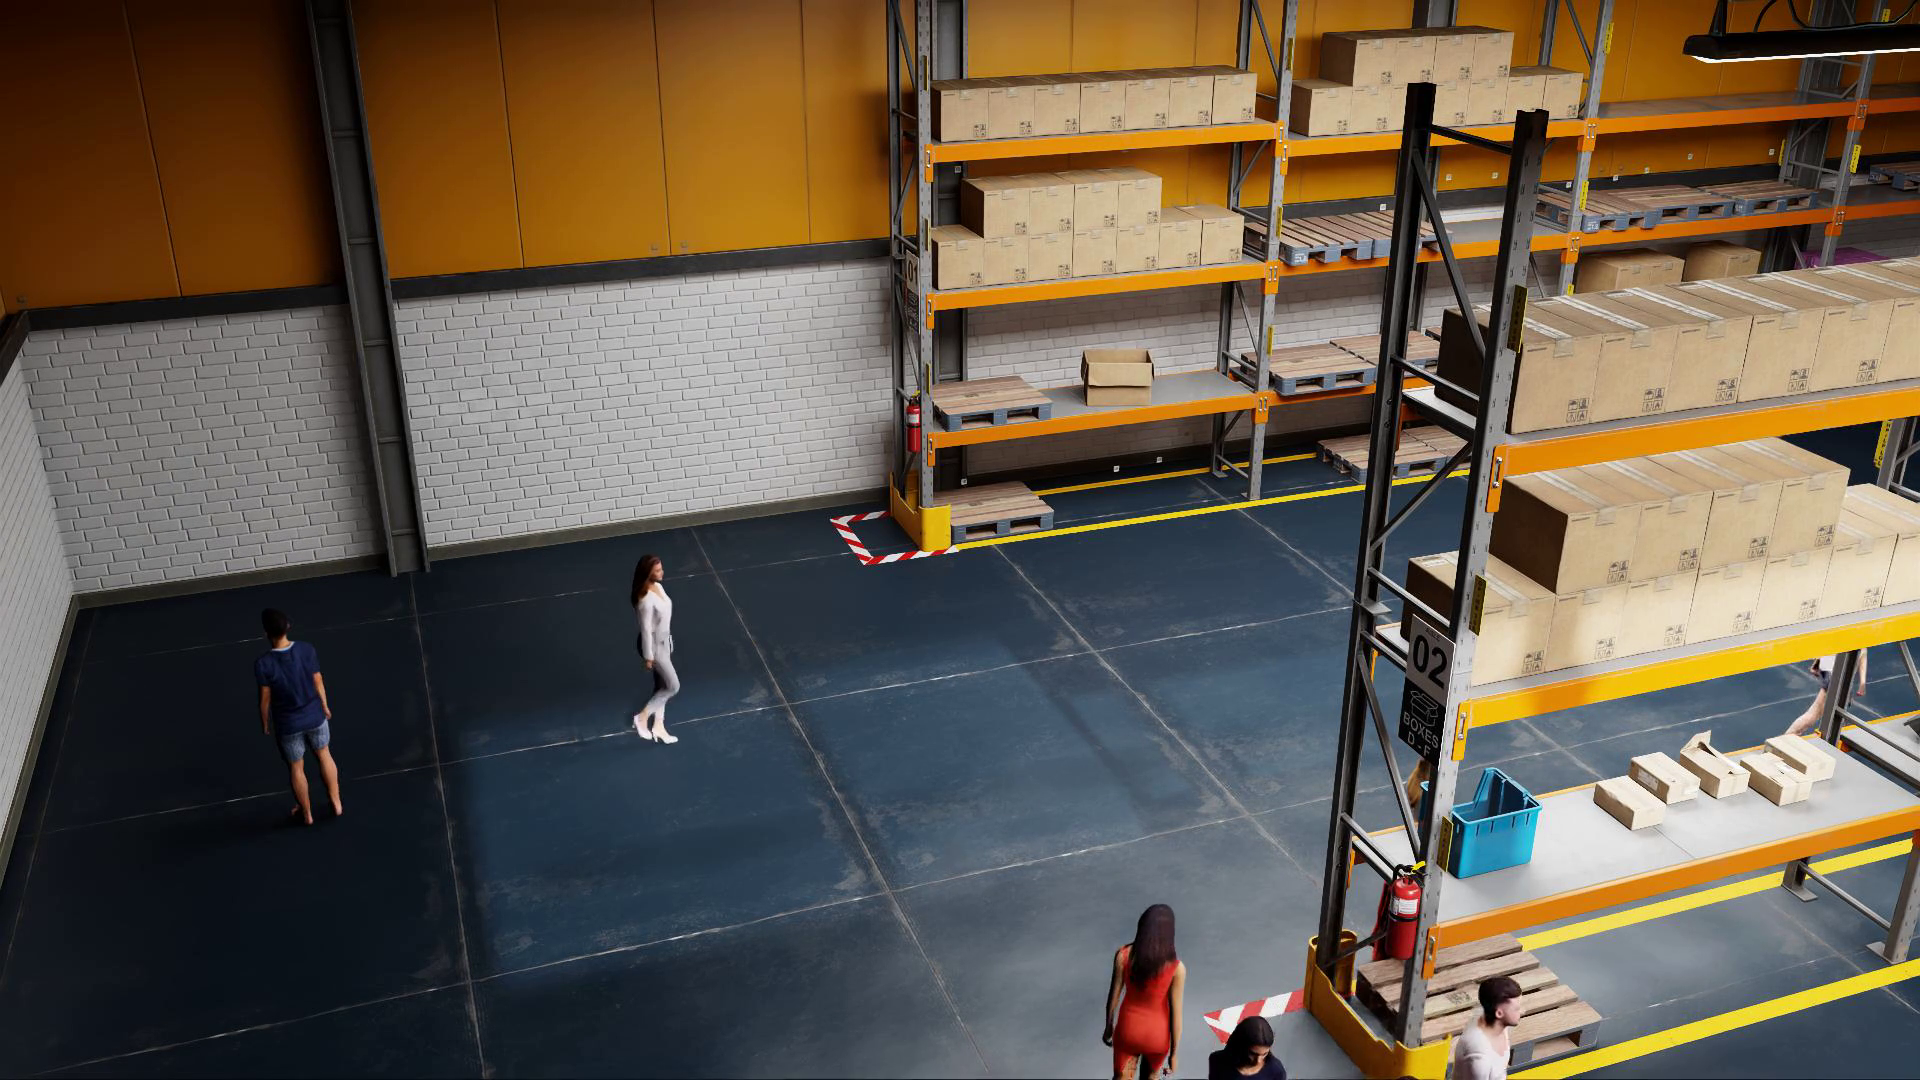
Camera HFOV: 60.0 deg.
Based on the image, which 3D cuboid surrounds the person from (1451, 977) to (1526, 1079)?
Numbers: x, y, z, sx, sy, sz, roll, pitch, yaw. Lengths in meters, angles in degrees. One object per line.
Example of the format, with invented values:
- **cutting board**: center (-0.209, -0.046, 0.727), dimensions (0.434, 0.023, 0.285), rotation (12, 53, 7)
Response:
- **person**: center (2.673, 3.065, 8.898), dimensions (0.901, 1.825, 0.830), rotation (16, 28, 32)

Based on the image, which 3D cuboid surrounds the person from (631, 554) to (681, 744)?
- **person**: center (-2.625, 0.924, 13.878), dimensions (0.764, 1.759, 0.692), rotation (1, 24, 2)

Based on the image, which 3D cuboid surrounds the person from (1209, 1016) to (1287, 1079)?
- **person**: center (1.517, 3.164, 8.804), dimensions (1.092, 1.719, 0.999), rotation (5, 24, 12)

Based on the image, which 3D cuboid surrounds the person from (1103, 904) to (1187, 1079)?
- **person**: center (1.037, 2.883, 9.480), dimensions (1.076, 1.694, 1.072), rotation (6, 24, 14)

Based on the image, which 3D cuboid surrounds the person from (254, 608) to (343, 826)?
- **person**: center (-5.046, 1.380, 12.733), dimensions (0.696, 1.841, 0.818), rotation (-18, 29, -35)

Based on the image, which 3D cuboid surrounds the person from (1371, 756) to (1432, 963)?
- **person**: center (3.045, 2.103, 11.132), dimensions (0.749, 1.799, 0.720), rotation (2, 24, 5)
